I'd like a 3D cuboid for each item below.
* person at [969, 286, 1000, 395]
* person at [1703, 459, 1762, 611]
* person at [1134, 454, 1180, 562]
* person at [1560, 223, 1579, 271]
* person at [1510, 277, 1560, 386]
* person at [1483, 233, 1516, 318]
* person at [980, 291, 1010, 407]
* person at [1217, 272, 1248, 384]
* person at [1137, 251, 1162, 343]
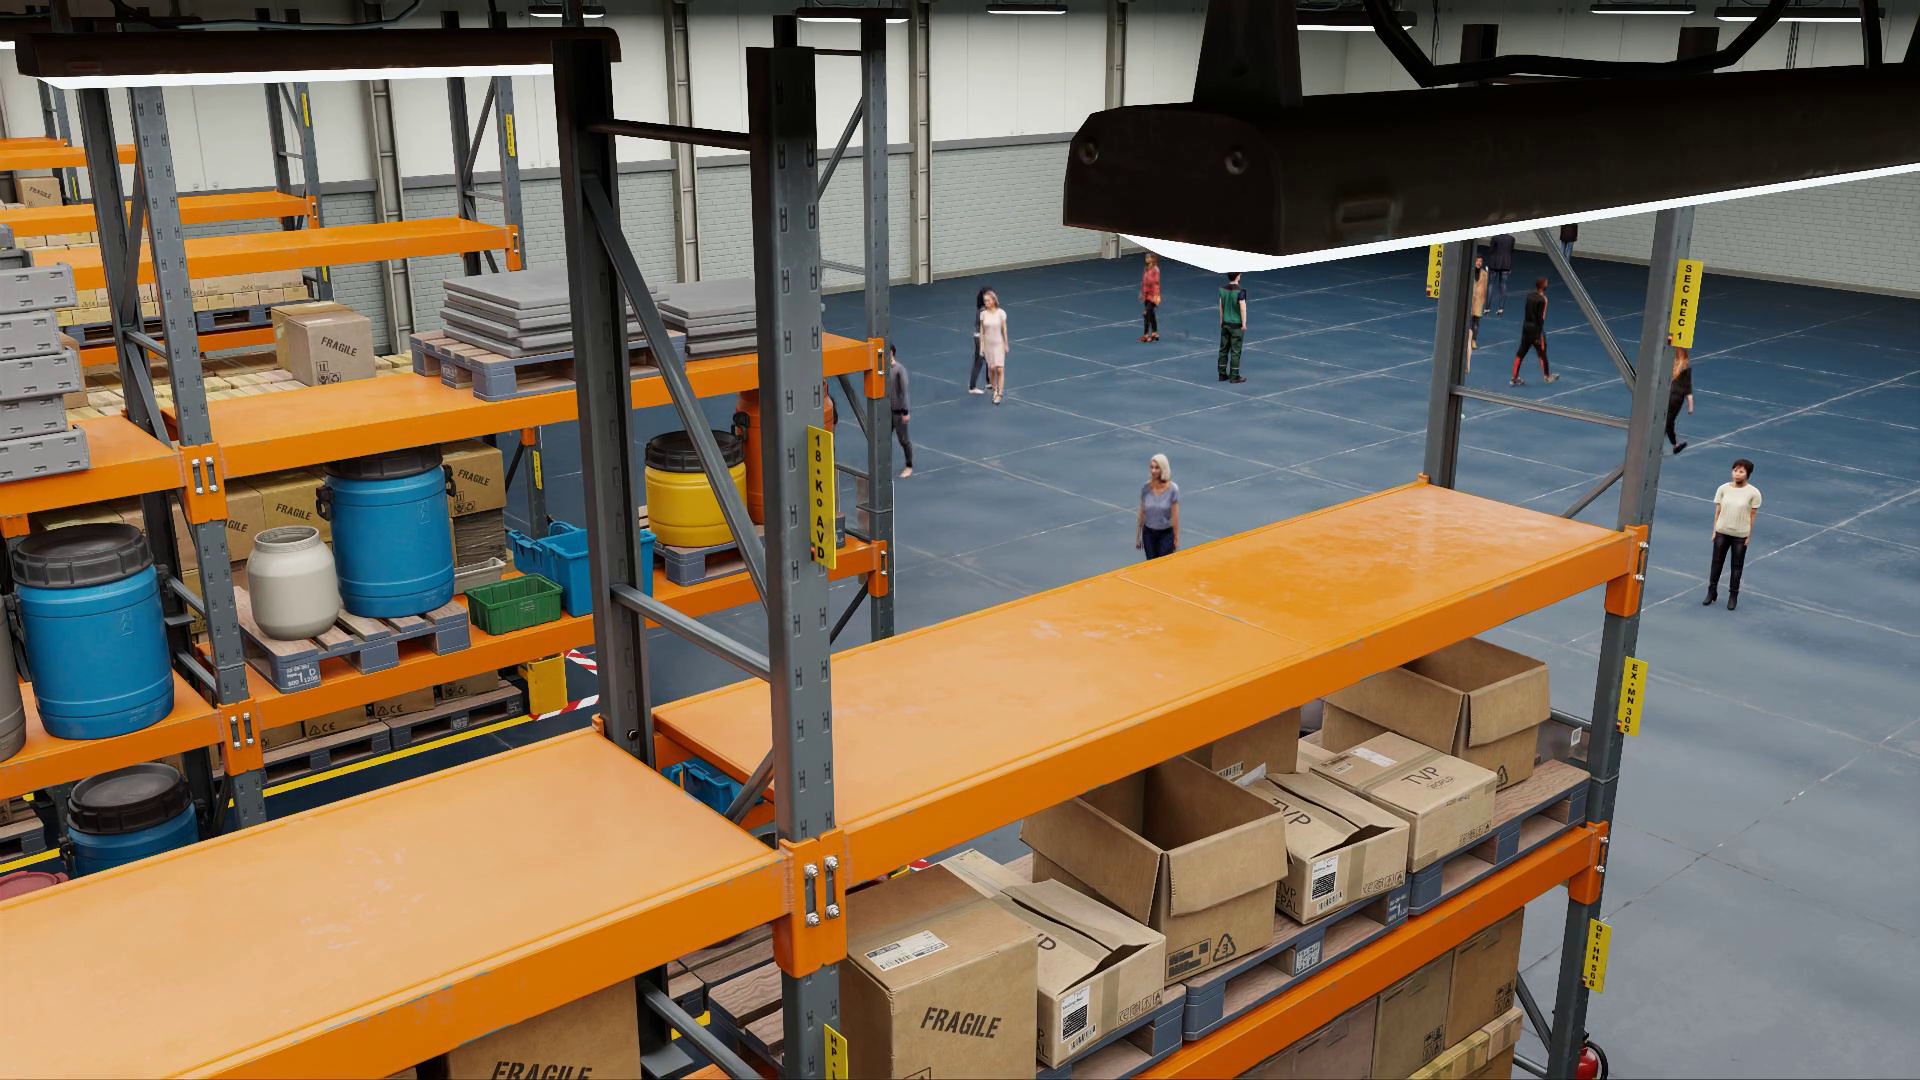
[{"bbox_3d":[0.273,-3.187,26.649,0.911,1.741,0.785,-6,19,-16],"label":"person"},{"bbox_3d":[8.048,-0.072,17.331,0.628,1.587,0.538,14,23,36],"label":"person"},{"bbox_3d":[2.081,-0.066,17.117,0.691,1.709,0.711,10,20,28],"label":"person"},{"bbox_3d":[14.269,-7.154,39.005,0.654,1.633,0.669,-10,20,-28],"label":"person"},{"bbox_3d":[9.304,-3.395,27.240,1.154,1.770,0.834,-9,20,-25],"label":"person"},{"bbox_3d":[9.758,-4.964,30.205,0.820,1.781,0.790,1,18,4],"label":"person"},{"bbox_3d":[0.536,-2.994,26.001,0.993,1.776,1.131,3,18,10],"label":"person"},{"bbox_3d":[4.518,-3.576,27.584,0.572,1.902,0.669,-16,24,-40],"label":"person"},{"bbox_3d":[3.602,-4.487,30.730,0.821,1.685,0.726,-9,20,-26],"label":"person"}]
